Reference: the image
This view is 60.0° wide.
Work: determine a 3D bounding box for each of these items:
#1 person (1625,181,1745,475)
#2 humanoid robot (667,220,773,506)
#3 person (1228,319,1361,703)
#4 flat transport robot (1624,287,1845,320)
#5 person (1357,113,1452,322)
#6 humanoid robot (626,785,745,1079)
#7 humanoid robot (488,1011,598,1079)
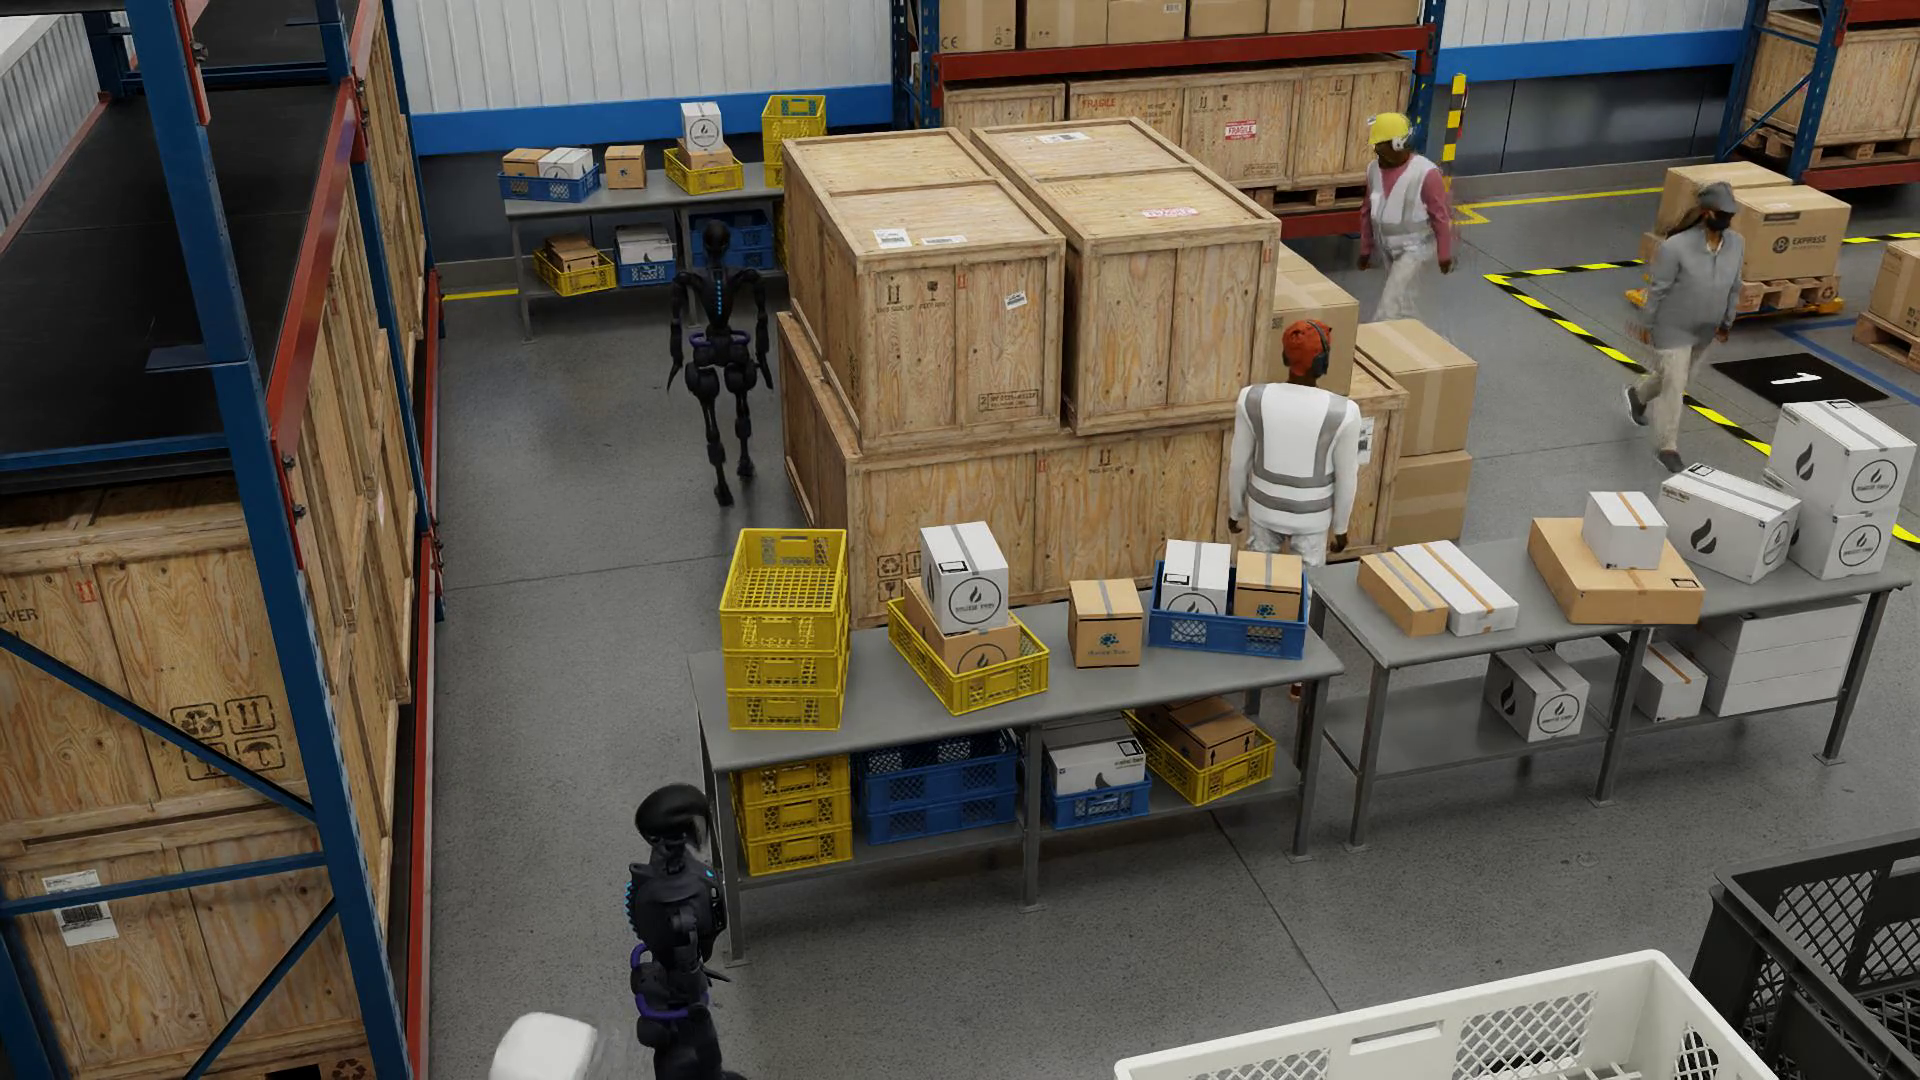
[{"bbox_3d":[4.342,-1.338,10.017,0.567,1.744,0.797,-7,30,-13],"label":"person"},{"bbox_3d":[-1.393,-1.044,9.558,0.608,1.646,0.560,-7,30,-12],"label":"humanoid robot"},{"bbox_3d":[1.514,-0.113,7.648,0.573,1.884,0.361,12,31,21],"label":"person"},{"bbox_3d":[5.801,-1.853,12.451,1.431,0.197,0.652,-7,30,-13],"label":"flat transport robot"},{"bbox_3d":[2.890,-1.936,11.079,0.787,1.770,0.643,-14,32,-23],"label":"person"},{"bbox_3d":[-0.833,1.440,5.033,0.317,1.654,0.604,-7,30,-13],"label":"humanoid robot"},{"bbox_3d":[-0.676,1.916,4.175,0.996,1.778,0.538,1,29,2],"label":"humanoid robot"}]
